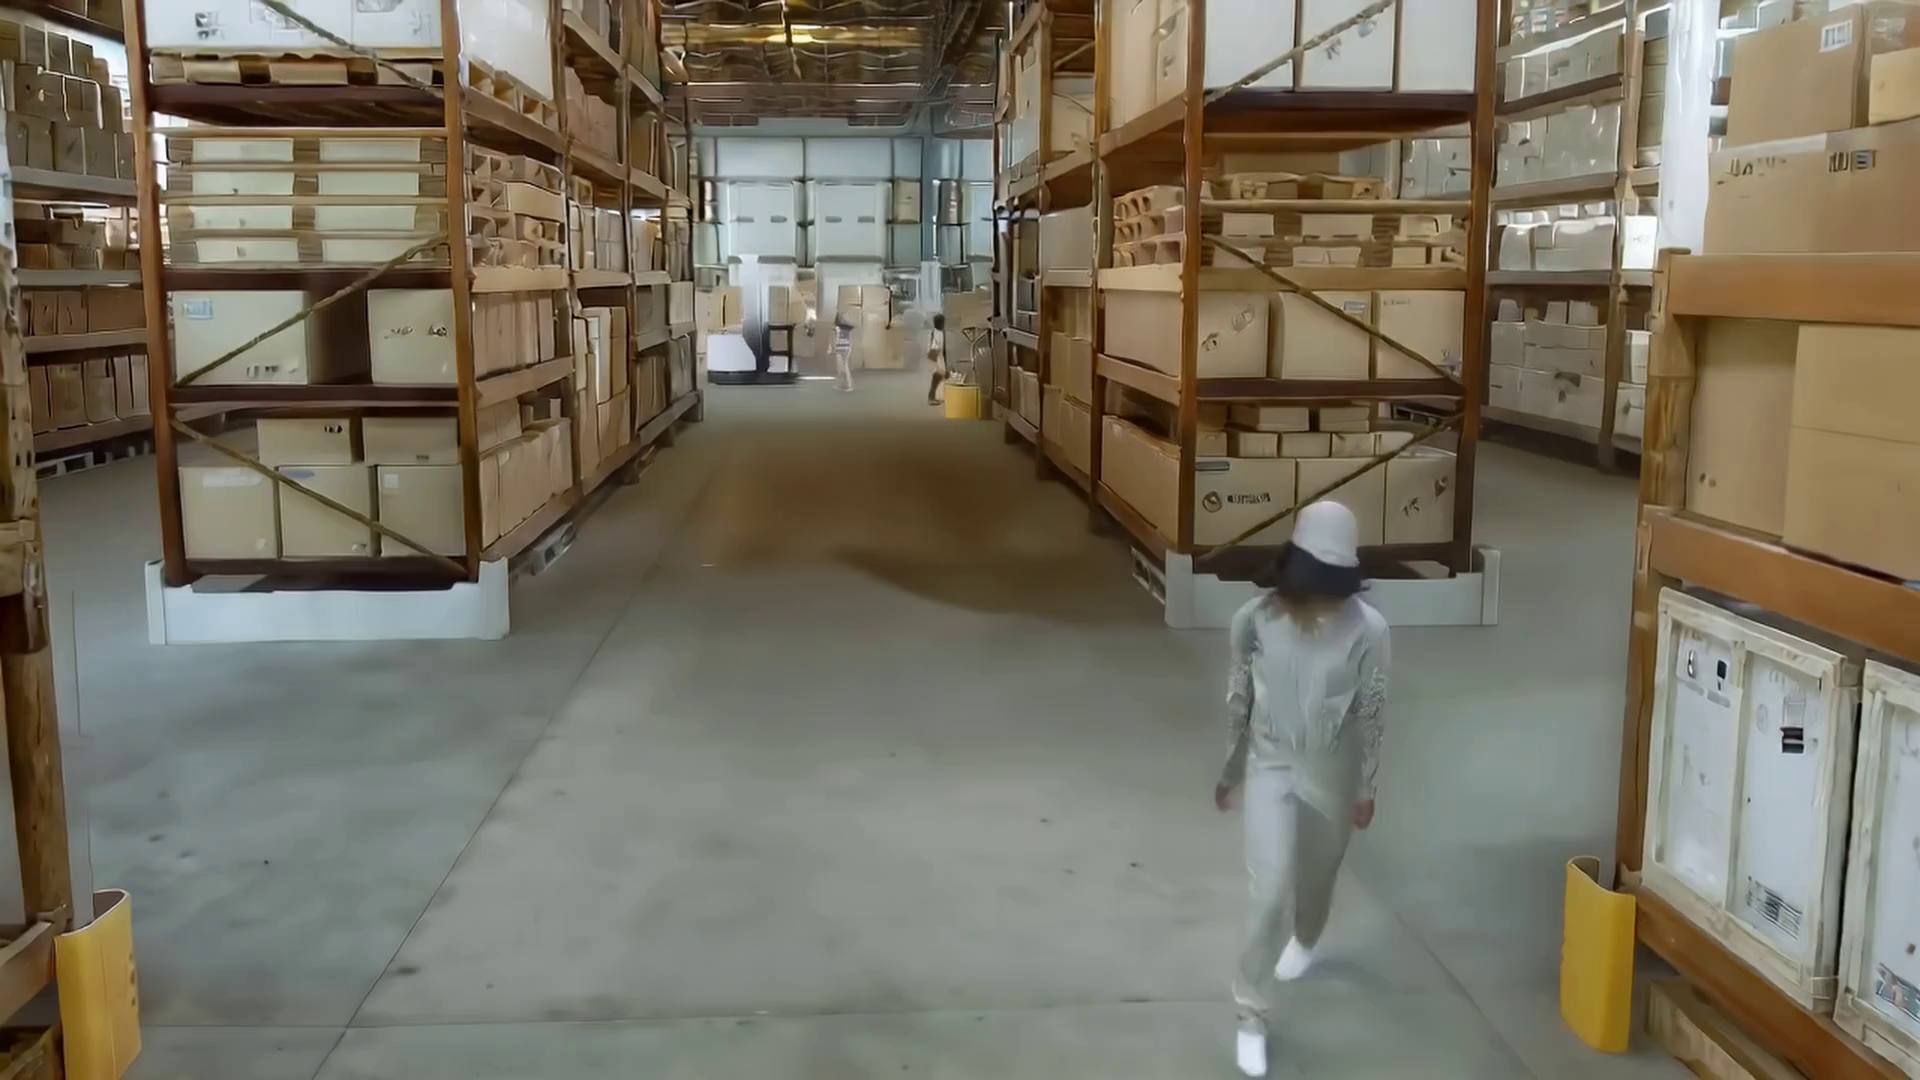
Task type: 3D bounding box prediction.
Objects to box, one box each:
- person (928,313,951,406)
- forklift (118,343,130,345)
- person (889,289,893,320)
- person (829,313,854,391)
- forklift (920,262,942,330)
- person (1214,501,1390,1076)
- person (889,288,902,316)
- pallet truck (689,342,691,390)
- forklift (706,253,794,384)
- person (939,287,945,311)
[{"bbox_3d":[-0.334,-3.236,29.898,0.530,1.678,0.551,-2,9,-10],"label":"person"},{"bbox_3d":[-15.637,-3.886,30.229,1.129,2.768,1.873,-1,9,-4],"label":"forklift"},{"bbox_3d":[-2.411,-7.288,54.557,0.374,1.934,0.628,8,12,41],"label":"person"},{"bbox_3d":[-2.419,-3.828,33.914,0.870,1.593,0.527,7,11,38],"label":"person"},{"bbox_3d":[-1.021,-8.317,58.054,1.873,2.768,1.129,5,10,27],"label":"forklift"},{"bbox_3d":[1.056,0.703,5.174,0.515,1.711,0.824,2,9,13],"label":"person"},{"bbox_3d":[-2.314,-7.828,57.979,0.634,1.930,0.384,3,10,19],"label":"person"},{"bbox_3d":[-5.225,-3.008,27.480,1.885,1.965,0.823,2,9,14],"label":"pallet truck"},{"bbox_3d":[-4.559,-4.820,36.098,1.873,2.768,1.129,-1,9,-4],"label":"forklift"},{"bbox_3d":[-0.639,-8.305,60.963,0.594,1.924,0.382,-1,9,-6],"label":"person"}]
